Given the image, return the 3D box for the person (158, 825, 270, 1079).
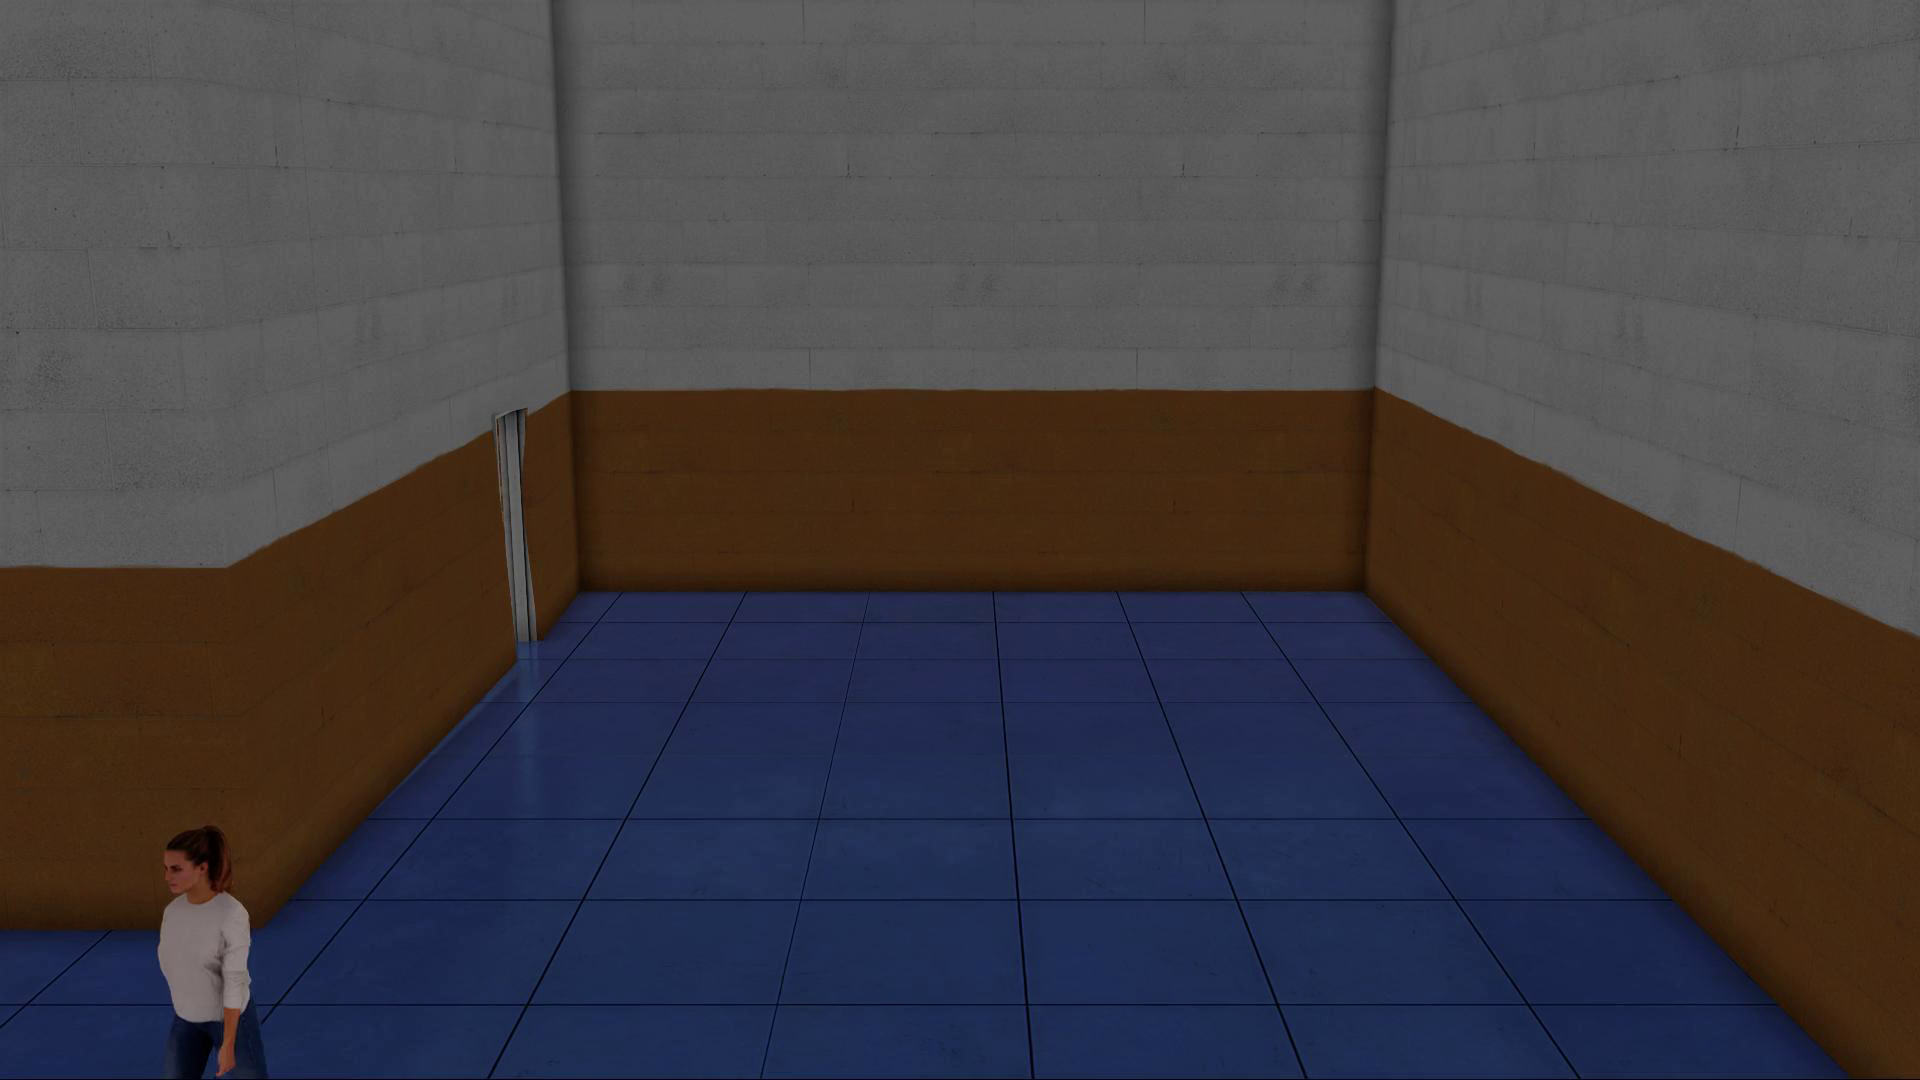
[{"bbox_3d":[-3.023,2.025,6.944,1.156,1.662,0.942,5,13,20],"label":"person"}]
